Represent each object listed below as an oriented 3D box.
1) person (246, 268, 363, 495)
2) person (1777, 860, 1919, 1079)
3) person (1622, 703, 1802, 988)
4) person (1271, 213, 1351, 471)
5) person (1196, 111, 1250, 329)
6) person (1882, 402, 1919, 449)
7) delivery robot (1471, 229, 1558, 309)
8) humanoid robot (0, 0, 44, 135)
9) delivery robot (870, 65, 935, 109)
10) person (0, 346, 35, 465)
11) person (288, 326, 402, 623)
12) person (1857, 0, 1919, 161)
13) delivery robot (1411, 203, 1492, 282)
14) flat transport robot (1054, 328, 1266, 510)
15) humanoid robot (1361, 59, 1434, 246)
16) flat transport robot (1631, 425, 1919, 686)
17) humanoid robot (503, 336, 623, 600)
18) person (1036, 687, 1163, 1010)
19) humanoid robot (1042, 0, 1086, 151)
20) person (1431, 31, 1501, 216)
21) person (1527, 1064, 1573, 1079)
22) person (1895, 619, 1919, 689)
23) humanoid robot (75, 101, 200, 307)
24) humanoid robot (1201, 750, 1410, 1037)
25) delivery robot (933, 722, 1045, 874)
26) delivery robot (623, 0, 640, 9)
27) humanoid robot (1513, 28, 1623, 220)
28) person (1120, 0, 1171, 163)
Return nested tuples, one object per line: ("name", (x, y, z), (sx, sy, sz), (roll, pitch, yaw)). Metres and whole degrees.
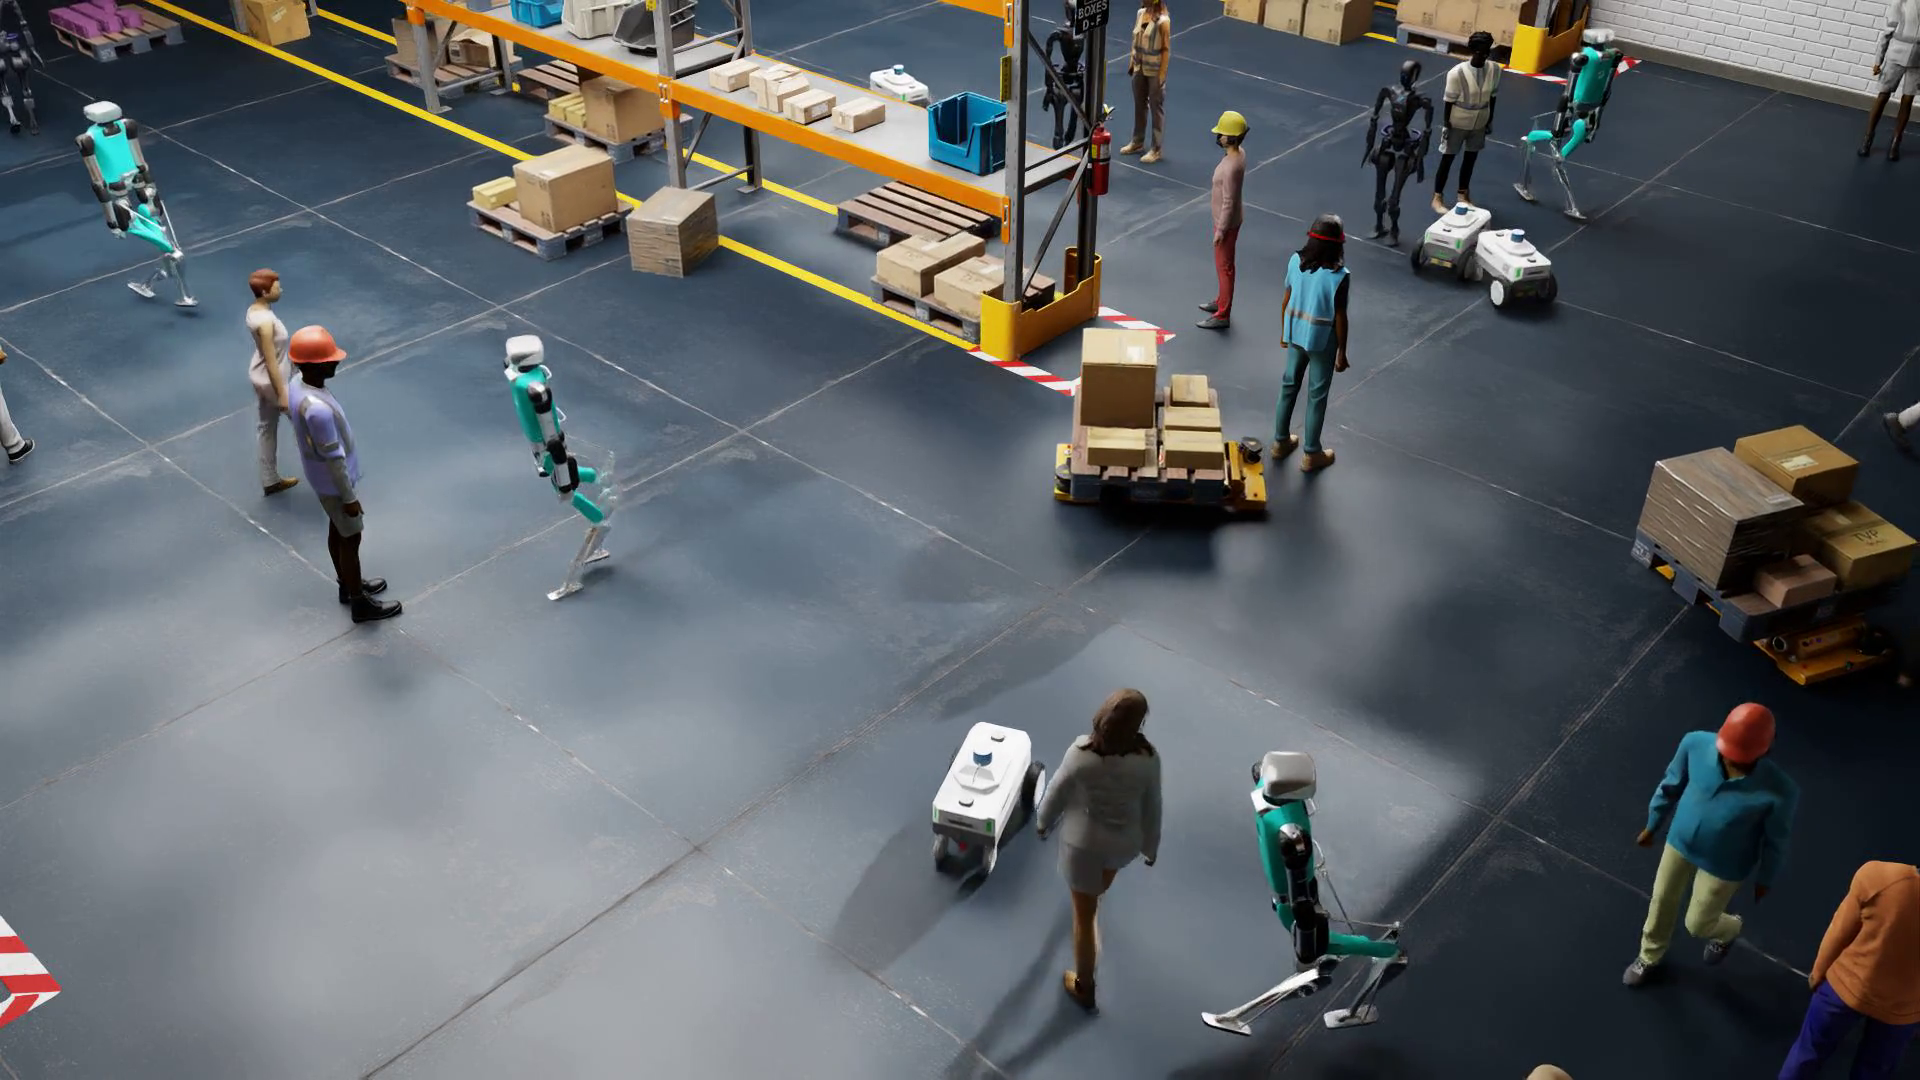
("person", (-4.501, -1.070, 11.148), (0.745, 1.619, 0.481), (-19, 39, -25))
("person", (3.715, 1.804, 6.703), (0.521, 1.972, 0.405), (20, 39, 26))
("person", (3.414, 1.374, 7.528), (0.501, 1.730, 0.588), (-23, 41, -29))
("person", (2.406, -1.341, 11.347), (0.539, 1.865, 0.383), (29, 44, 35))
("person", (2.084, -2.526, 13.153), (0.311, 1.768, 0.527), (7, 35, 10))
("person", (6.971, -1.407, 11.428), (0.704, 1.880, 0.578), (14, 37, 19))
("delivery robot", (4.613, -2.292, 13.879), (0.499, 0.595, 0.792), (-8, 35, -12))
("humanoid robot", (-9.543, -4.865, 16.617), (0.612, 1.642, 0.374), (-16, 38, -21))
("delivery robot", (-0.628, -4.620, 17.238), (0.499, 0.579, 0.774), (-21, 40, -27))
("person", (-6.866, -1.332, 11.364), (0.598, 1.829, 0.404), (-6, 35, -9))
("person", (-3.699, -0.395, 9.918), (0.372, 1.933, 0.549), (-19, 39, -26))
("person", (9.150, -4.638, 16.077), (0.546, 1.924, 0.382), (14, 37, 20))
("delivery robot", (4.260, -2.588, 14.325), (0.501, 0.614, 0.785), (24, 41, 30))
("flat transport robot", (1.379, -0.487, 11.516), (1.431, 0.231, 0.659), (3, 35, 4))
("humanoid robot", (3.791, -3.374, 14.452), (0.589, 1.646, 0.322), (20, 39, 27))
("flat transport robot", (4.970, 0.348, 10.306), (0.659, 0.231, 1.431), (-12, 36, -17))
("humanoid robot", (-2.323, -0.488, 10.235), (0.751, 1.791, 0.542), (-19, 39, -26))
("person", (0.636, 1.324, 7.692), (0.551, 1.601, 0.878), (-1, 35, -2))
("humanoid robot", (1.067, -4.349, 15.903), (0.599, 1.642, 0.569), (-14, 37, -19))
("person", (4.570, -3.760, 15.006), (0.532, 1.691, 0.321), (-9, 36, -13))
("person", (1.987, 2.488, 5.960), (0.483, 1.685, 0.350), (-10, 36, -14))
("person", (5.710, 0.101, 9.289), (0.499, 1.839, 0.343), (22, 40, 29))
("humanoid robot", (-6.482, -2.608, 13.315), (1.027, 1.744, 0.547), (14, 37, 20))
("humanoid robot", (1.609, 1.588, 7.206), (1.025, 1.711, 0.533), (-4, 35, -5))
("delivery robot", (0.116, 1.306, 8.659), (0.499, 0.586, 0.765), (11, 36, 16))
("delivery robot", (-4.047, -6.526, 20.019), (0.795, 0.602, 0.499), (14, 37, 20))
("humanoid robot", (5.453, -3.822, 15.090), (0.550, 1.769, 1.011), (-14, 37, -20))
("person", (1.805, -4.531, 16.046), (0.326, 1.775, 0.479), (-23, 41, -30))
